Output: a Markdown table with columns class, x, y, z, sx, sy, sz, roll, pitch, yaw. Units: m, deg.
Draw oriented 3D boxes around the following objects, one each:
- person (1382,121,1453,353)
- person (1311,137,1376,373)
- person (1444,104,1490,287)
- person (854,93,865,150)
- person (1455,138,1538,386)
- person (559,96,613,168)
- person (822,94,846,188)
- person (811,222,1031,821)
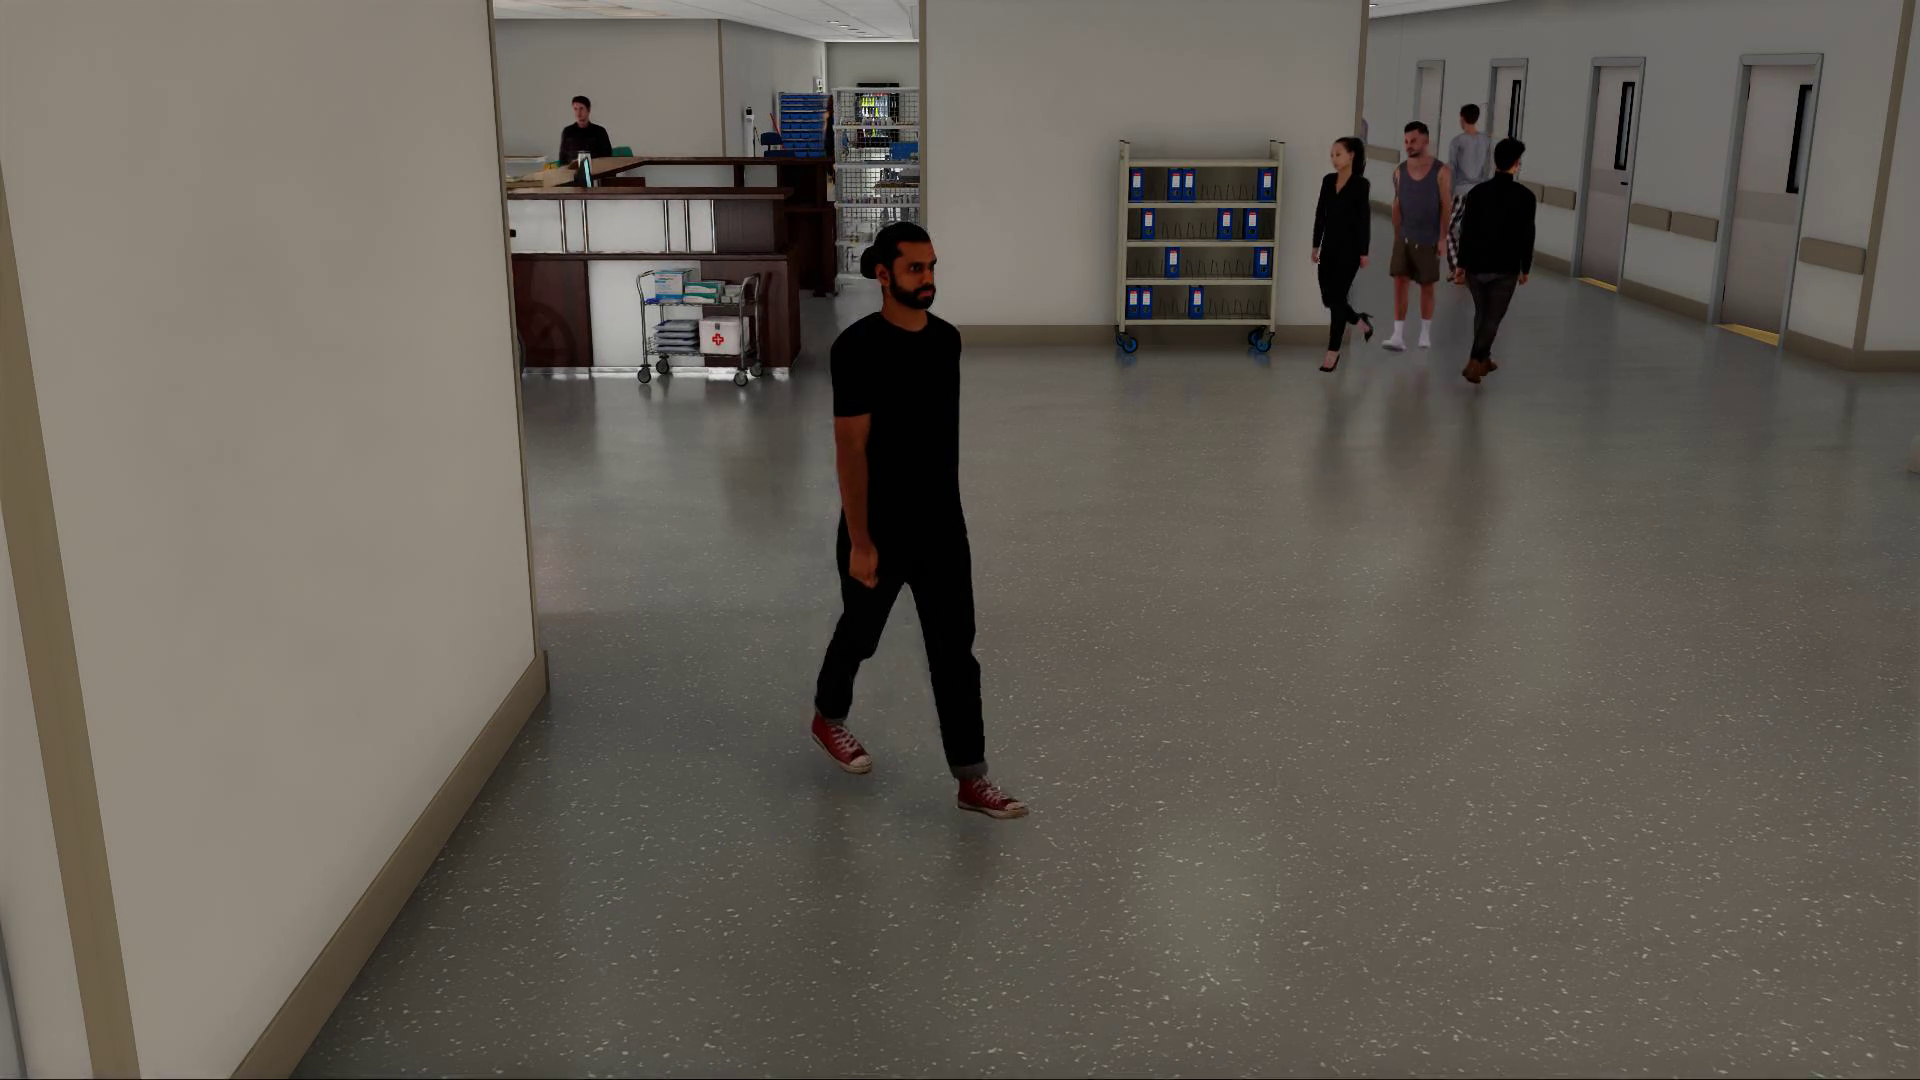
| class | x | y | z | sx | sy | sz | roll | pitch | yaw |
| --- | --- | --- | --- | --- | --- | --- | --- | --- | --- |
| person | 3.708 | -2.405 | 13.303 | 1.075 | 1.799 | 1.017 | 7 | 17 | 23 |
| person | 2.839 | -2.091 | 12.269 | 1.023 | 1.690 | 0.935 | -15 | 21 | -42 |
| person | 5.230 | -3.512 | 17.041 | 0.683 | 1.835 | 0.767 | -4 | 16 | -13 |
| person | -2.904 | -12.198 | 48.081 | 0.576 | 1.711 | 0.621 | 3 | 16 | 11 |
| person | 3.708 | -1.911 | 11.634 | 1.101 | 1.687 | 1.098 | 11 | 19 | 34 |
| person | -3.897 | -3.667 | 17.448 | 0.625 | 1.912 | 0.778 | 1 | 16 | 4 |
| person | -2.459 | -7.671 | 31.975 | 0.694 | 1.737 | 0.745 | 3 | 16 | 10 |
| person | -0.236 | -0.044 | 4.962 | 1.173 | 1.715 | 1.190 | -13 | 21 | -39 |
